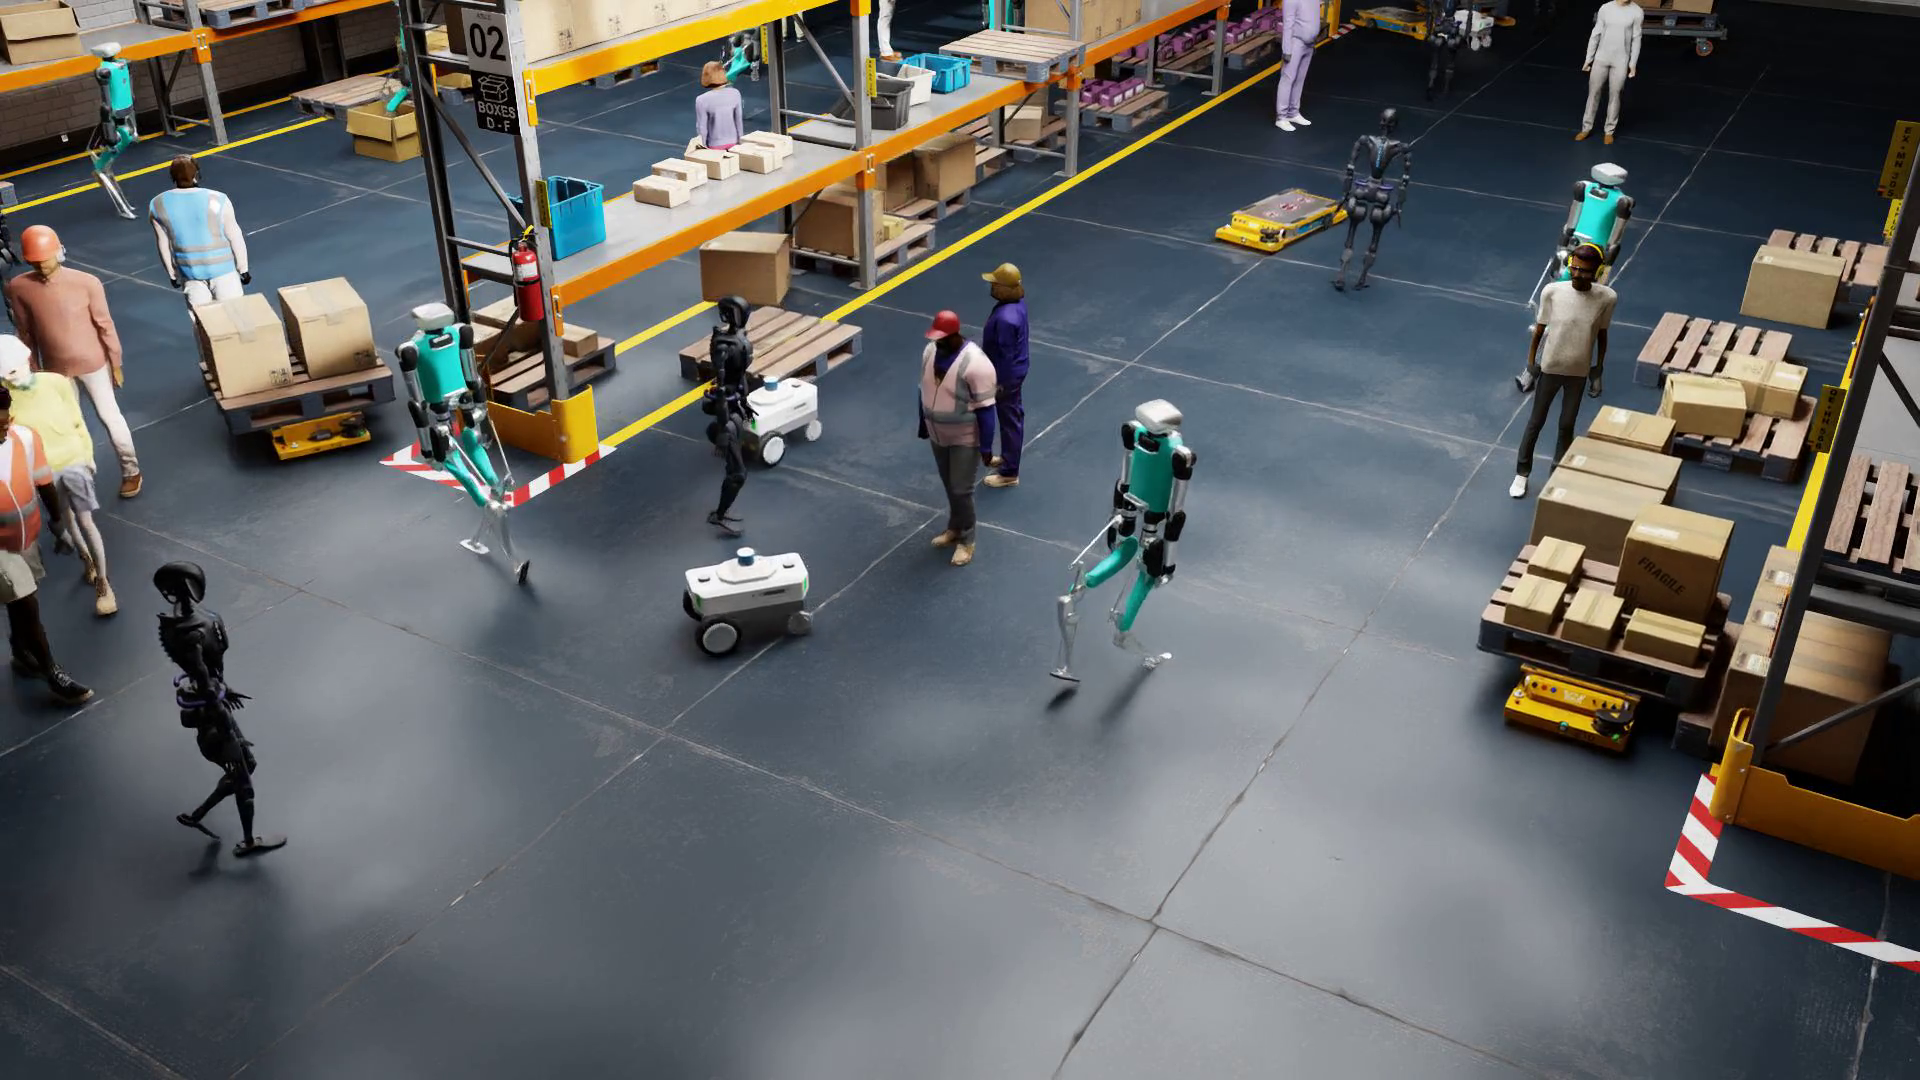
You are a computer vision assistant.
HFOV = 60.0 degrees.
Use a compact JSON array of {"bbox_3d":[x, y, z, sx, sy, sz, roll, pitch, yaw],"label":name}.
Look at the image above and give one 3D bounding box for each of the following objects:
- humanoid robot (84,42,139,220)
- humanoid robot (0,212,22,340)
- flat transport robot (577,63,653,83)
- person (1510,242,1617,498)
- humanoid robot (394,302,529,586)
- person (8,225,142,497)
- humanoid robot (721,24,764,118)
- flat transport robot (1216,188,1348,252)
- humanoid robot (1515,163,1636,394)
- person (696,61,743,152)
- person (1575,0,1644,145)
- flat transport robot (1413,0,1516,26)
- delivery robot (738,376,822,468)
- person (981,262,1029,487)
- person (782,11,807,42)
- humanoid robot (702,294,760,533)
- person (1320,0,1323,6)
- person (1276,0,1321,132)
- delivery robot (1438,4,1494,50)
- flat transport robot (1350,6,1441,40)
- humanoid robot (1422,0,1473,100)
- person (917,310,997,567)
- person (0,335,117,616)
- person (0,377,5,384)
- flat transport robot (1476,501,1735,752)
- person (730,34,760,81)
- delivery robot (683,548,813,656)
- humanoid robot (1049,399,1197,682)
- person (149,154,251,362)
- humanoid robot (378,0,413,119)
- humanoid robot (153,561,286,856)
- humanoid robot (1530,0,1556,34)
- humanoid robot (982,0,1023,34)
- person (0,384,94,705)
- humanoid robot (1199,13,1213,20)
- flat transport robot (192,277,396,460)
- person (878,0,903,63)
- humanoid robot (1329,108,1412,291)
[{"bbox_3d":[-8.579,-4.070,16.659,0.783,1.790,0.531,2,30,4],"label":"humanoid robot"},{"bbox_3d":[-8.128,-2.379,13.747,0.726,1.628,0.591,19,35,30],"label":"humanoid robot"},{"bbox_3d":[-4.790,-6.302,22.090,1.431,0.231,0.659,-22,36,-34],"label":"flat transport robot"},{"bbox_3d":[4.121,-1.139,11.337,0.526,1.864,0.311,6,30,10],"label":"person"},{"bbox_3d":[-2.994,-0.559,10.468,0.927,1.779,0.541,22,36,34],"label":"humanoid robot"},{"bbox_3d":[-6.026,-1.193,11.318,0.614,1.984,0.405,-4,30,-7],"label":"person"},{"bbox_3d":[-2.645,-5.713,19.562,0.971,1.729,0.531,-26,38,-38],"label":"humanoid robot"},{"bbox_3d":[3.232,-3.201,16.604,0.659,0.231,1.431,24,37,36],"label":"flat transport robot"},{"bbox_3d":[4.687,-2.000,13.041,0.919,1.815,0.554,-17,34,-27],"label":"humanoid robot"},{"bbox_3d":[-2.372,-3.913,16.486,0.501,1.628,0.283,-18,34,-29],"label":"person"},{"bbox_3d":[7.445,-5.490,19.003,0.580,1.894,0.361,15,33,25],"label":"person"},{"bbox_3d":[7.448,-7.784,24.712,1.431,0.231,0.659,-3,30,-5],"label":"flat transport robot"},{"bbox_3d":[-1.384,-0.921,12.264,0.499,0.580,0.769,23,36,34],"label":"delivery robot"},{"bbox_3d":[0.304,-1.163,11.618,0.347,1.622,0.464,4,30,7],"label":"person"},{"bbox_3d":[-2.406,-7.948,23.492,0.567,1.751,0.328,6,30,10],"label":"person"},{"bbox_3d":[-1.543,-0.840,11.013,0.381,1.643,0.608,4,30,8],"label":"humanoid robot"},{"bbox_3d":[5.267,-9.051,25.389,0.791,1.810,0.574,-3,30,-5],"label":"person"},{"bbox_3d":[4.008,-5.804,19.546,0.402,1.909,0.641,24,37,36],"label":"person"},{"bbox_3d":[7.141,-7.265,23.486,0.499,0.578,0.764,-22,36,-34],"label":"delivery robot"},{"bbox_3d":[6.474,-7.558,24.312,0.659,0.231,1.431,-20,35,-31],"label":"flat transport robot"},{"bbox_3d":[6.066,-6.309,20.689,0.609,1.626,0.613,16,33,26],"label":"humanoid robot"},{"bbox_3d":[-0.048,-0.663,10.641,0.648,1.730,0.467,26,38,38],"label":"person"},{"bbox_3d":[-5.507,-0.419,10.092,0.475,1.833,0.857,-12,32,-20],"label":"person"},{"bbox_3d":[-6.704,-1.072,11.086,0.609,1.995,0.376,-13,32,-21],"label":"person"},{"bbox_3d":[3.692,0.710,9.686,0.659,0.231,1.431,16,33,27],"label":"flat transport robot"},{"bbox_3d":[-2.833,-6.954,21.535,0.501,1.949,0.423,2,30,4],"label":"person"},{"bbox_3d":[-1.301,0.332,10.061,0.771,0.592,0.499,-9,31,-16],"label":"delivery robot"},{"bbox_3d":[0.824,0.129,9.297,1.031,1.782,0.545,-19,35,-30],"label":"humanoid robot"},{"bbox_3d":[-5.929,-2.132,13.116,0.633,1.840,0.429,-6,30,-11],"label":"person"},{"bbox_3d":[-6.347,-5.217,18.694,0.794,1.783,0.531,-3,30,-5],"label":"humanoid robot"},{"bbox_3d":[-3.657,0.844,8.019,0.475,1.637,0.587,-14,32,-23],"label":"humanoid robot"},{"bbox_3d":[8.482,-8.108,23.853,0.593,1.654,0.393,11,31,19],"label":"humanoid robot"},{"bbox_3d":[0.605,-5.859,19.675,0.533,1.681,0.735,17,34,27],"label":"humanoid robot"},{"bbox_3d":[-5.258,0.003,9.257,0.890,1.919,0.614,13,32,21],"label":"person"},{"bbox_3d":[3.452,-8.480,24.580,0.819,1.637,0.599,-23,36,-34],"label":"humanoid robot"},{"bbox_3d":[-5.036,-1.019,12.745,0.659,0.231,1.431,-17,34,-27],"label":"flat transport robot"},{"bbox_3d":[-0.967,-7.455,22.434,0.378,1.940,0.628,0,29,0],"label":"person"},{"bbox_3d":[3.681,-3.040,14.902,0.613,1.631,0.413,13,32,21],"label":"humanoid robot"}]
